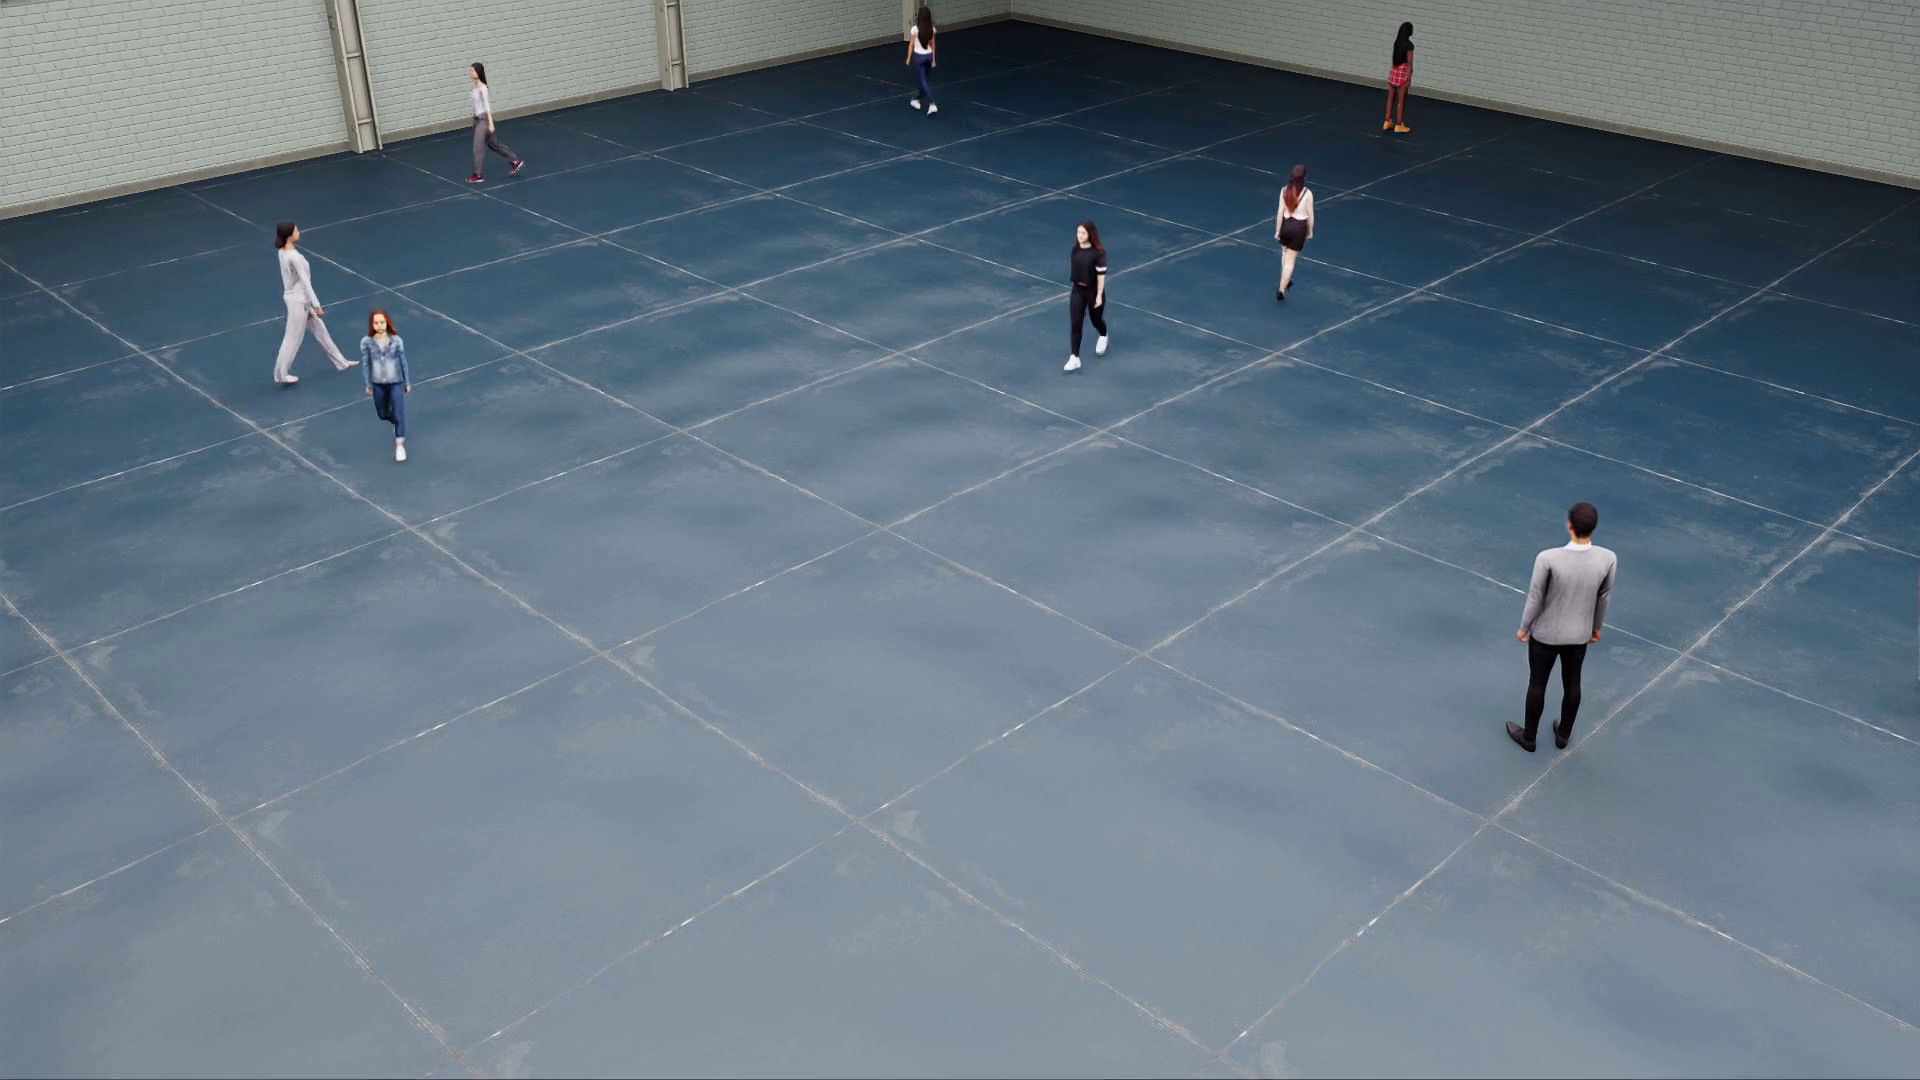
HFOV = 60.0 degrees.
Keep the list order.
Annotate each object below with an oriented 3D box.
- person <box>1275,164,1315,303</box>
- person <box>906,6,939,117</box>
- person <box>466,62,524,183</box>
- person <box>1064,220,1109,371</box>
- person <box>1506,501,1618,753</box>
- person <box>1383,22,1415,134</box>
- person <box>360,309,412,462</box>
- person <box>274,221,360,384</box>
[{"bbox_3d":[3.928,-3.607,19.752,0.773,1.619,0.985,12,30,21],"label":"person"},{"bbox_3d":[-0.573,-7.983,27.843,1.154,1.738,0.843,-17,32,-29],"label":"person"},{"bbox_3d":[-6.877,-6.127,24.401,1.191,1.697,0.795,-16,32,-27],"label":"person"},{"bbox_3d":[1.432,-2.679,18.021,0.761,1.609,1.133,17,32,28],"label":"person"},{"bbox_3d":[4.172,0.612,11.509,0.821,1.922,0.893,-1,28,-2],"label":"person"},{"bbox_3d":[7.143,-7.516,26.977,0.694,1.727,0.692,-13,31,-23],"label":"person"},{"bbox_3d":[-5.506,-1.529,16.016,0.893,1.464,0.897,-6,29,-10],"label":"person"},{"bbox_3d":[-7.018,-2.437,17.453,1.161,1.715,0.737,-19,33,-31],"label":"person"}]
